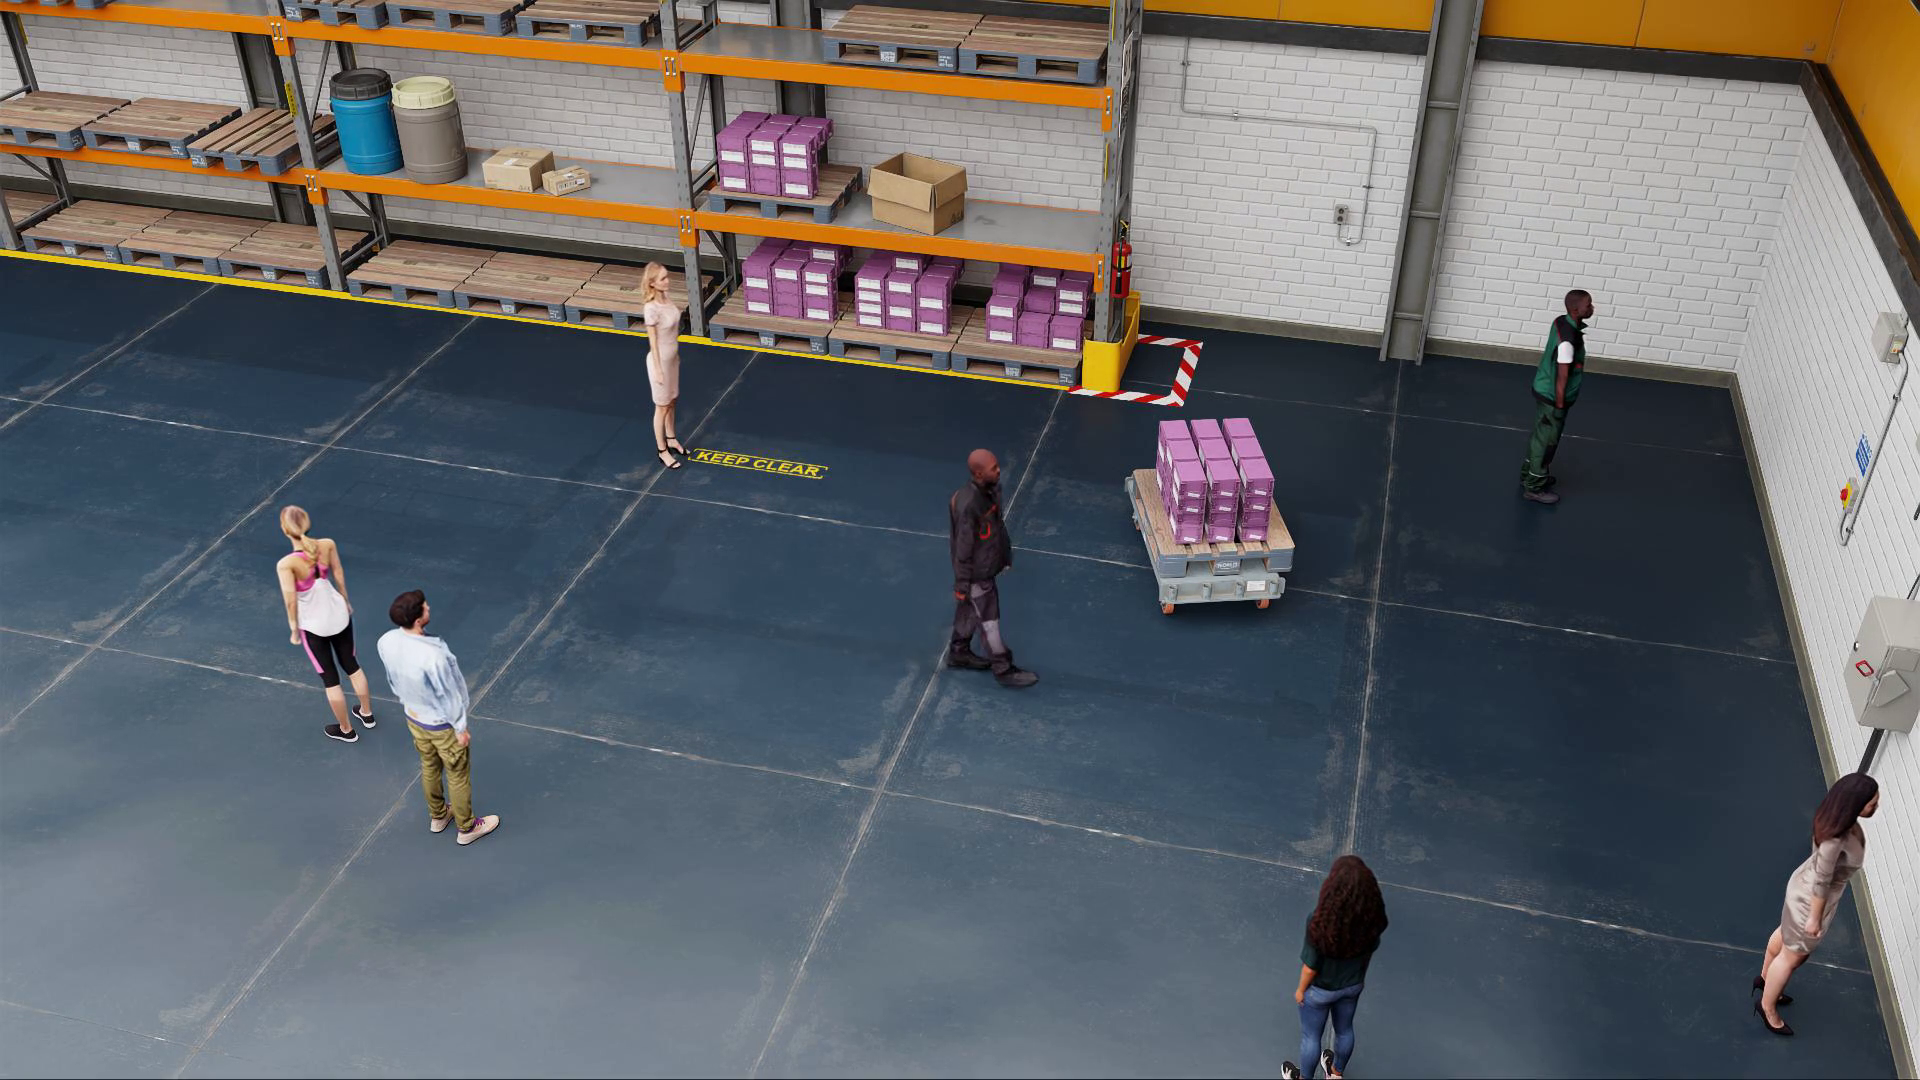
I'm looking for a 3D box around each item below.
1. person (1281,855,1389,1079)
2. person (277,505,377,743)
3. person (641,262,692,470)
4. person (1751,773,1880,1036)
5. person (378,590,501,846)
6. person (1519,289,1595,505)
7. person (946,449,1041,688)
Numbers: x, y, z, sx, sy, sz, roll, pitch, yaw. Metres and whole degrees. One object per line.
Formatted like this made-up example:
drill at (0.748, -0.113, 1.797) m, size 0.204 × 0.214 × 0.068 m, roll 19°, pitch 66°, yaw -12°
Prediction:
person at (1.906, 2.240, 8.488) m, size 0.688 × 1.617 × 0.770 m, roll -9°, pitch 35°, yaw -14°
person at (-4.158, 0.550, 10.878) m, size 0.630 × 1.786 × 0.674 m, roll 20°, pitch 39°, yaw 27°
person at (-2.481, -1.474, 13.883) m, size 0.496 × 1.830 × 0.565 m, roll 10°, pitch 35°, yaw 14°
person at (4.540, 1.913, 8.863) m, size 0.560 × 1.747 × 0.620 m, roll 15°, pitch 36°, yaw 21°
person at (-3.184, 1.071, 10.071) m, size 0.613 × 1.811 × 0.800 m, roll 19°, pitch 38°, yaw 26°
person at (4.810, -1.179, 13.431) m, size 0.604 × 1.839 × 0.684 m, roll 7°, pitch 34°, yaw 10°
person at (0.035, 0.160, 11.441) m, size 0.925 × 1.811 × 0.711 m, roll 10°, pitch 35°, yaw 14°
